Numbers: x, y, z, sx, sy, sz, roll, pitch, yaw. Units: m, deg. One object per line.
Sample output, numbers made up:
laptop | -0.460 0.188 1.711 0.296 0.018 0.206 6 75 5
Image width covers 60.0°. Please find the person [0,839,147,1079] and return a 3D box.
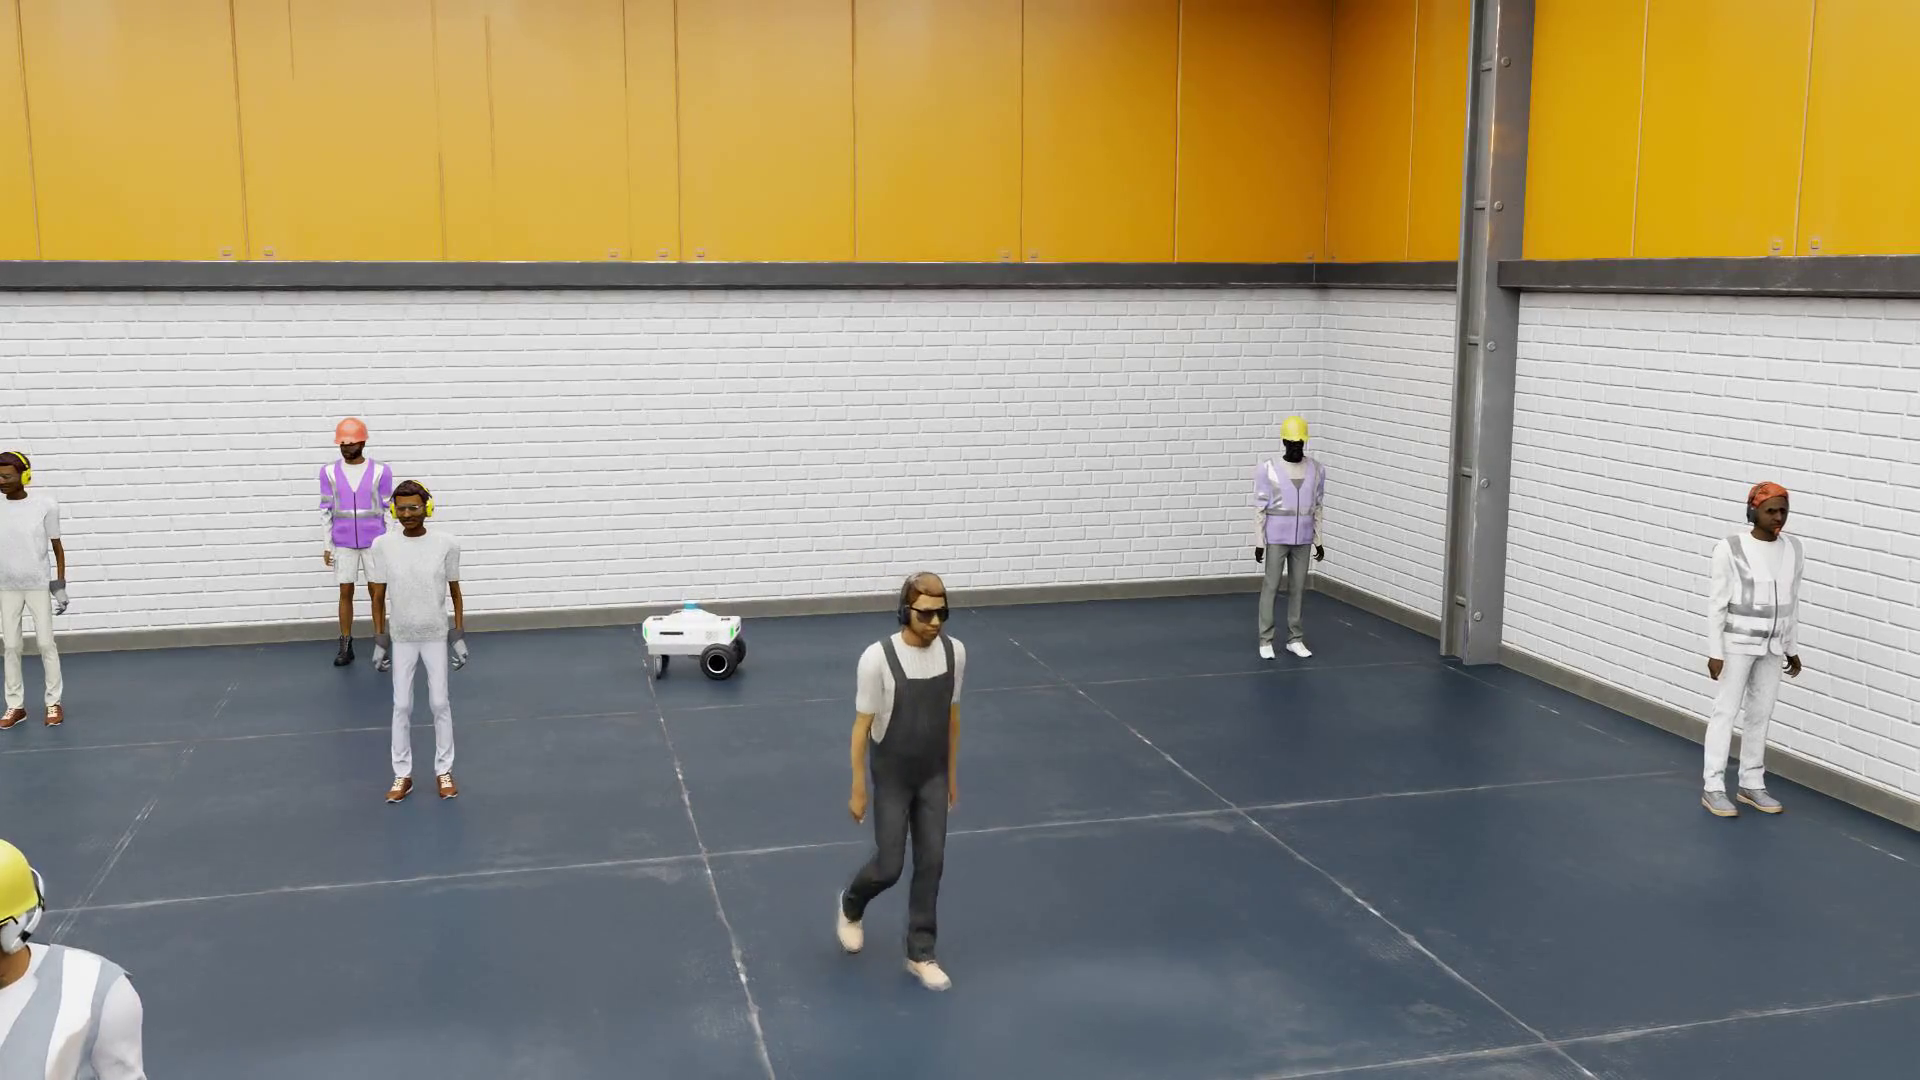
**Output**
person | -2.127 1.531 3.721 0.595 1.828 0.403 -2 9 -13

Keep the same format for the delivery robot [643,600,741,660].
delivery robot | -2.028 0.700 12.582 0.707 0.478 0.477 0 9 2

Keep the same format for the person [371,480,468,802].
person | -3.107 0.574 9.570 0.521 1.870 0.319 -2 9 -13

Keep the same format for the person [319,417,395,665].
person | -4.657 0.010 12.885 0.549 1.934 0.374 -2 9 -13

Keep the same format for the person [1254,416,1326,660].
person | 2.600 -0.018 13.085 0.591 1.926 0.386 -2 9 -13

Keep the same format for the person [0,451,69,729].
person | -6.245 0.331 11.106 0.521 1.865 0.319 -2 9 -13

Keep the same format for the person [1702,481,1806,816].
person | 4.448 0.608 9.315 0.578 1.882 0.346 -2 9 -13

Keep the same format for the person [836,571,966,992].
person | -0.265 0.997 7.115 0.518 1.821 0.631 -6 11 -34
